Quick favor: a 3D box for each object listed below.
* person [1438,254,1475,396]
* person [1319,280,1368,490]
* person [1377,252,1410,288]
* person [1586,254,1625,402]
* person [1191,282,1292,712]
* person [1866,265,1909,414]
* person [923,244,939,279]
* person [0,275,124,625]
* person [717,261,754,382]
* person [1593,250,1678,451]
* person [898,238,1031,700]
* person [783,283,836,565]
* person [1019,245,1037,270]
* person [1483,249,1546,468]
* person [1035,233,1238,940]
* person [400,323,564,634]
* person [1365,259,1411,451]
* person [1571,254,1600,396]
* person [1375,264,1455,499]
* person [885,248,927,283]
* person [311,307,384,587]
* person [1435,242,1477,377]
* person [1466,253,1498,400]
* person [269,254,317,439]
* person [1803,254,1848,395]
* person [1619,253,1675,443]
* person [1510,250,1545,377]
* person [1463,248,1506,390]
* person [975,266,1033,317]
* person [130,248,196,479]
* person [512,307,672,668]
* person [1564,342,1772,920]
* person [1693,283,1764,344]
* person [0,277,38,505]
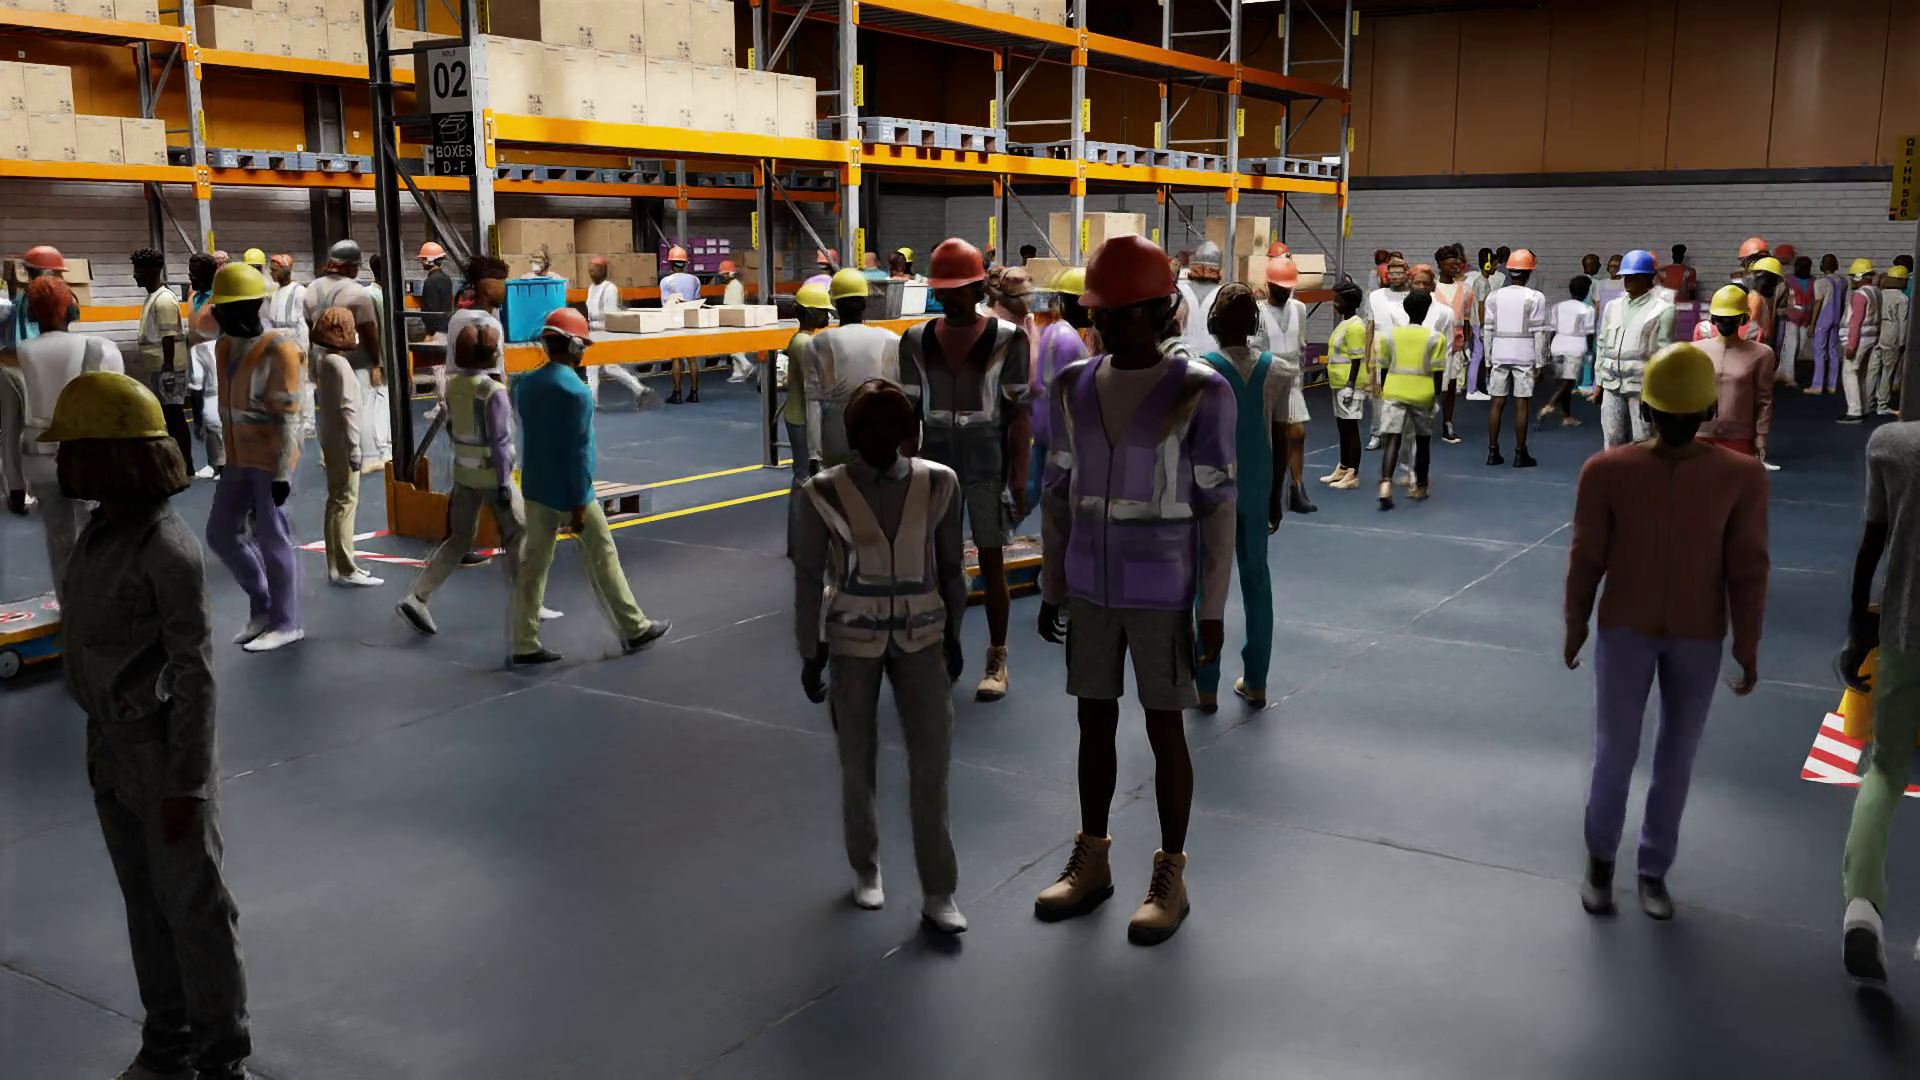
[{"bbox_3d":[6.458,-2.809,21.727,0.564,1.847,0.388,7,12,33],"label":"person"},{"bbox_3d":[3.145,-1.258,13.555,0.318,1.697,0.533,0,10,-1],"label":"person"},{"bbox_3d":[6.885,-3.649,26.407,0.563,1.839,0.393,3,11,17],"label":"person"},{"bbox_3d":[8.102,-2.620,20.690,0.508,1.847,0.345,9,13,40],"label":"person"},{"bbox_3d":[1.159,-0.178,7.161,0.506,1.846,0.345,-3,11,-16],"label":"person"},{"bbox_3d":[10.828,-2.326,19.380,0.328,1.733,0.488,-3,11,-18],"label":"person"},{"bbox_3d":[-0.436,-4.406,30.327,0.373,1.940,0.627,5,11,27],"label":"person"},{"bbox_3d":[-4.228,-0.315,7.868,0.593,1.863,0.712,-2,11,-13],"label":"person"},{"bbox_3d":[-3.241,-3.107,23.693,0.427,1.725,0.596,-4,11,-20],"label":"person"},{"bbox_3d":[4.912,-1.135,12.175,0.391,1.948,0.605,-7,12,-34],"label":"person"},{"bbox_3d":[0.003,-0.301,7.349,0.611,2.030,0.410,3,11,17],"label":"person"},{"bbox_3d":[-0.935,-0.725,10.442,0.343,1.760,0.533,-2,11,-13],"label":"person"},{"bbox_3d":[0.977,-3.442,24.933,0.368,1.959,0.599,-3,11,-15],"label":"person"},{"bbox_3d":[4.955,-1.617,14.860,0.552,1.942,0.340,8,13,39],"label":"person"},{"bbox_3d":[0.482,0.144,4.830,0.616,2.039,0.386,7,12,34],"label":"person"},{"bbox_3d":[-2.503,-0.314,8.597,0.518,1.608,0.808,9,13,39],"label":"person"},{"bbox_3d":[4.172,-1.768,15.963,0.570,1.845,0.380,4,11,22],"label":"person"},{"bbox_3d":[8.146,-2.786,21.612,0.345,1.846,0.507,-4,11,-21],"label":"person"},{"bbox_3d":[3.649,-1.293,13.356,0.575,1.849,0.965,4,11,21],"label":"person"},{"bbox_3d":[-0.682,-2.744,21.156,0.593,1.922,0.373,1,10,3],"label":"person"},{"bbox_3d":[-3.615,-0.541,9.757,0.277,1.633,0.507,-7,12,-33],"label":"person"},{"bbox_3d":[7.313,-3.412,24.536,0.688,2.000,0.924,0,10,0],"label":"person"},{"bbox_3d":[6.630,-2.706,21.137,0.329,1.860,0.513,3,11,16],"label":"person"},{"bbox_3d":[-6.845,-1.967,16.997,0.566,1.880,0.358,7,13,36],"label":"person"},{"bbox_3d":[11.374,-2.826,21.844,0.514,1.839,0.331,-3,11,-16],"label":"person"},{"bbox_3d":[6.836,-1.910,16.634,0.571,1.884,0.978,6,12,29],"label":"person"},{"bbox_3d":[8.372,-3.344,24.635,0.514,1.872,0.328,2,10,12],"label":"person"},{"bbox_3d":[7.048,-2.974,22.449,0.591,1.919,0.392,1,10,7],"label":"person"},{"bbox_3d":[0.265,-1.089,12.243,0.560,1.836,0.394,-1,10,-7],"label":"person"},{"bbox_3d":[-6.734,-1.475,14.051,0.385,1.957,0.602,-7,13,-36],"label":"person"},{"bbox_3d":[-1.833,-0.261,8.014,0.554,1.702,0.852,9,13,40],"label":"person"},{"bbox_3d":[2.065,0.287,4.894,0.532,1.738,0.467,3,11,14],"label":"person"},{"bbox_3d":[6.056,-1.184,13.177,0.535,1.690,0.319,5,11,26],"label":"person"},{"bbox_3d":[-7.223,-1.139,12.496,0.353,1.854,0.566,4,11,21],"label":"person"}]
